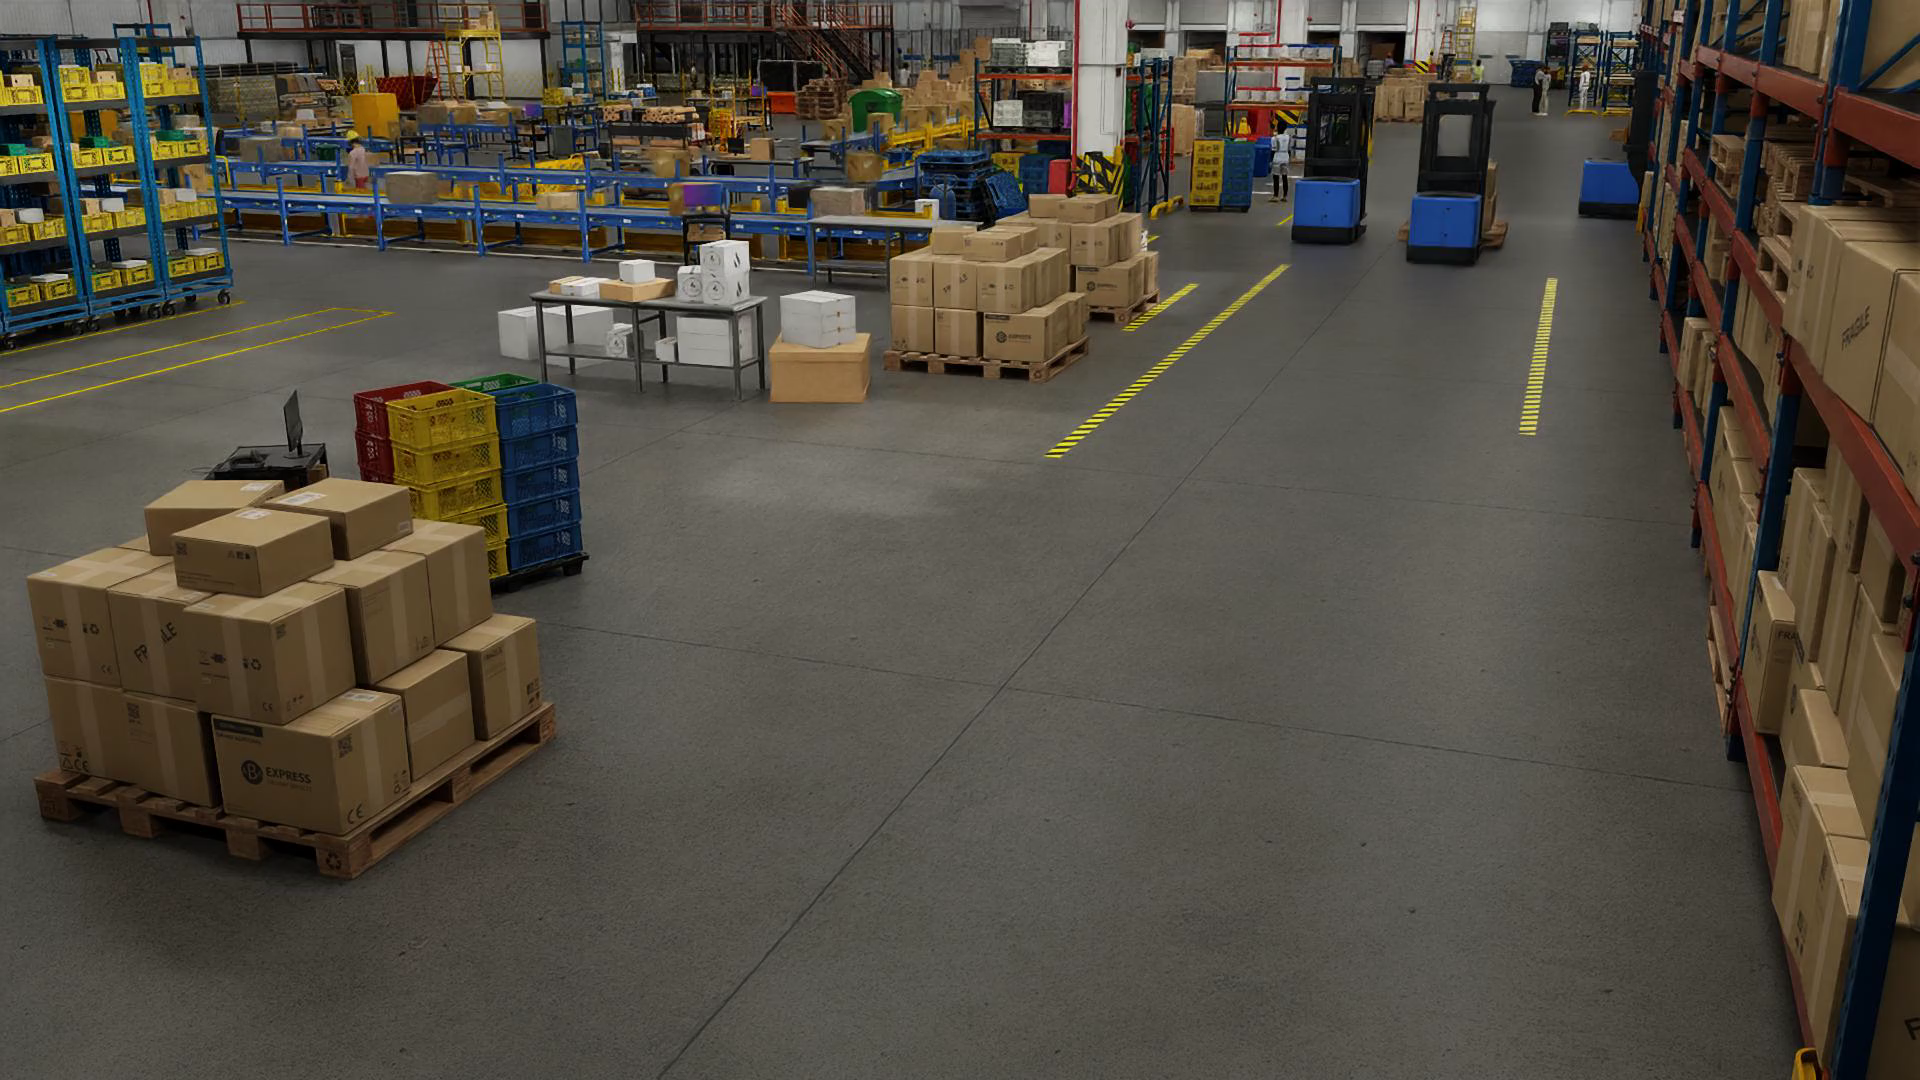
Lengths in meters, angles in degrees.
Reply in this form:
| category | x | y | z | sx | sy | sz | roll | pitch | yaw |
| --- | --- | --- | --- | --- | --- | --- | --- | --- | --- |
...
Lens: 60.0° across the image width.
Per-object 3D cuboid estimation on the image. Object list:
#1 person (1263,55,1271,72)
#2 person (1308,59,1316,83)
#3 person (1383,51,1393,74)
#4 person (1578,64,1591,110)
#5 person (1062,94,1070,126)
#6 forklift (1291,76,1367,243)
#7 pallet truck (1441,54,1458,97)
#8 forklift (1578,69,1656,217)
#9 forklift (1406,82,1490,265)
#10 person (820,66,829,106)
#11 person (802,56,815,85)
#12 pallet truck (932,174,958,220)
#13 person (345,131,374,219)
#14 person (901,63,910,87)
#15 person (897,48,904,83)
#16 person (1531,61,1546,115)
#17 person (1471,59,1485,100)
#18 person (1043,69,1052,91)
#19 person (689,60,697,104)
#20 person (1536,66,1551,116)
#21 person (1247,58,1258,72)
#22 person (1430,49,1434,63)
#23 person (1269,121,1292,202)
| category | x | y | z | sx | sy | sz | roll | pitch | yaw |
| --- | --- | --- | --- | --- | --- | --- | --- | --- | --- |
| person | 14.717 | -22.278 | 79.713 | 0.438 | 1.916 | 0.665 | 5 | 18 | 17 |
| person | 19.764 | -26.634 | 93.275 | 0.375 | 1.997 | 0.611 | 6 | 19 | 18 |
| person | 22.214 | -24.319 | 86.131 | 0.730 | 1.921 | 0.560 | -7 | 19 | -20 |
| person | 24.810 | -17.955 | 66.193 | 0.576 | 1.882 | 0.355 | -15 | 23 | -38 |
| person | 3.185 | -12.222 | 48.621 | 0.525 | 1.598 | 0.782 | 6 | 19 | 19 |
| forklift | 6.598 | -6.755 | 29.381 | 1.129 | 2.768 | 1.873 | 6 | 19 | 19 |
| pallet truck | 22.765 | -21.886 | 78.355 | 0.823 | 1.965 | 1.885 | -4 | 18 | -14 |
| forklift | 13.219 | -7.740 | 32.475 | 1.873 | 2.768 | 1.129 | 6 | 19 | 18 |
| forklift | 7.957 | -5.975 | 26.929 | 1.129 | 2.768 | 1.873 | 6 | 19 | 19 |
| person | -5.668 | -18.827 | 69.161 | 0.787 | 1.743 | 0.528 | 14 | 22 | 37 |
| person | -6.873 | -21.047 | 75.776 | 0.603 | 1.962 | 0.367 | 4 | 18 | 11 |
| pallet truck | -0.507 | -5.292 | 27.348 | 0.653 | 1.274 | 1.630 | 6 | 19 | 19 |
| person | -11.497 | -6.873 | 31.580 | 0.722 | 1.739 | 0.544 | 2 | 18 | 6 |
| person | -2.295 | -19.291 | 70.495 | 0.520 | 1.817 | 0.955 | 11 | 21 | 30 |
| person | -3.337 | -26.641 | 93.378 | 0.386 | 1.948 | 0.604 | 1 | 18 | 3 |
| person | 22.706 | -17.687 | 65.091 | 0.536 | 2.000 | 0.688 | 1 | 18 | 3 |
| person | 23.615 | -20.983 | 75.836 | 0.631 | 1.803 | 0.900 | 1 | 18 | 5 |
| person | 3.251 | -16.748 | 62.406 | 0.998 | 1.882 | 0.574 | 5 | 18 | 16 |
| person | -11.678 | -20.046 | 72.823 | 0.345 | 1.846 | 0.507 | -1 | 18 | -2 |
| person | 22.722 | -17.437 | 64.592 | 0.311 | 1.865 | 0.532 | -3 | 18 | -10 |
| person | 13.802 | -21.872 | 78.615 | 0.661 | 1.814 | 0.442 | -11 | 21 | -32 |
| person | 25.745 | -25.901 | 91.085 | 0.378 | 1.925 | 0.594 | -5 | 18 | -14 |
| person | 6.793 | -8.029 | 35.305 | 0.540 | 1.695 | 0.317 | -9 | 20 | -25 |
